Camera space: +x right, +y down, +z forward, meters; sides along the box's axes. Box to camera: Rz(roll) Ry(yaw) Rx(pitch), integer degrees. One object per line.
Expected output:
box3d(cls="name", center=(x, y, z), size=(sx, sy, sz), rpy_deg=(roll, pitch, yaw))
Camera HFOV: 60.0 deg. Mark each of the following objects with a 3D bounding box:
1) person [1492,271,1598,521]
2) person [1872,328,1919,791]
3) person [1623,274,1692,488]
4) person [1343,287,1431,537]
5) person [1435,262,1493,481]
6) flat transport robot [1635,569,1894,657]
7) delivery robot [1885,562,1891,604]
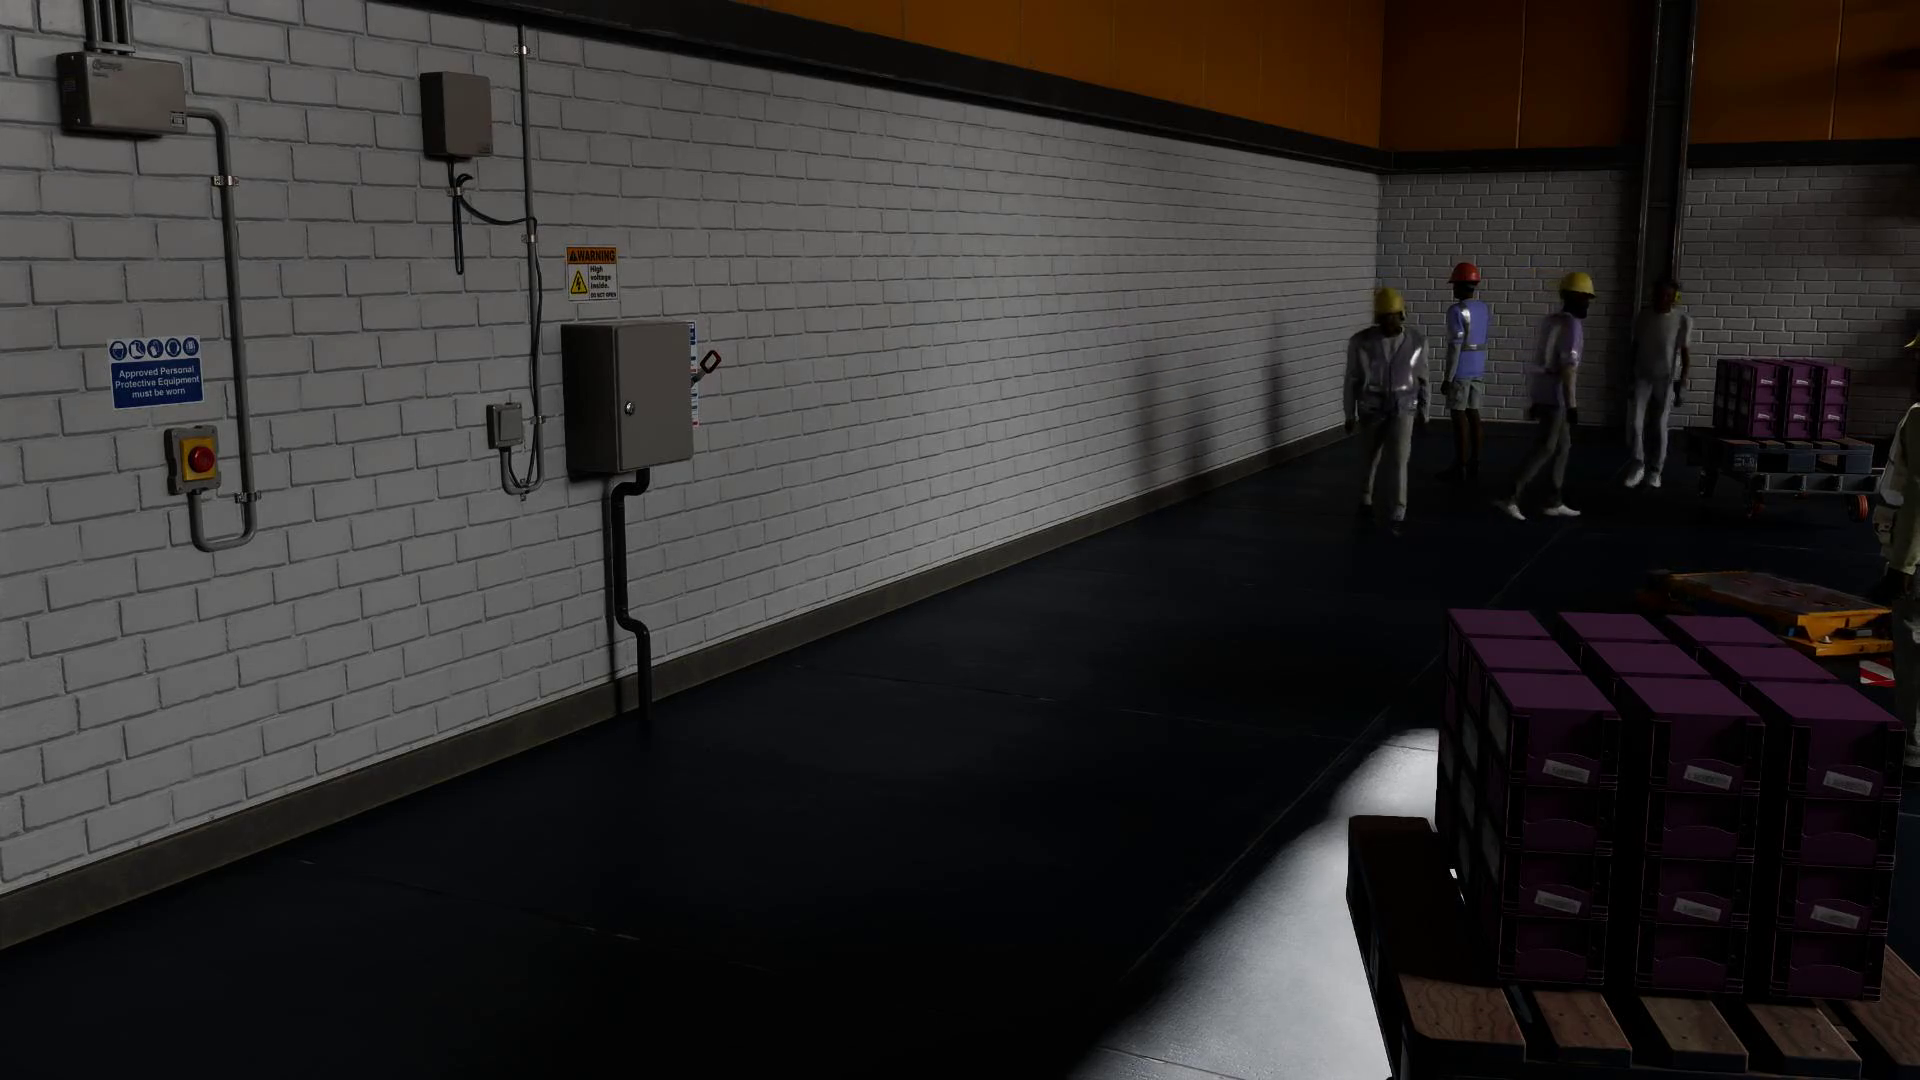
box3d(cls="person", center=(4.447, -1.093, 12.669), size=(0.724, 1.889, 0.610), rpy_deg=(1, 10, 7))
box3d(cls="person", center=(3.685, 0.029, 6.307), size=(0.600, 1.831, 0.404), rpy_deg=(-7, 12, -34))
box3d(cls="person", center=(5.969, -1.348, 14.284), size=(0.524, 1.835, 0.599), rpy_deg=(7, 12, 34))
box3d(cls="person", center=(3.122, -0.958, 12.193), size=(0.634, 1.785, 0.908), rpy_deg=(2, 10, 10))
box3d(cls="person", center=(4.467, -1.491, 14.808), size=(0.548, 1.936, 0.379), rpy_deg=(-8, 12, -37))
box3d(cls="flat transport robot", center=(4.345, 0.362, 8.899), size=(0.652, 0.197, 1.431), rpy_deg=(-2, 10, -13))
box3d(cls="delivery robot", center=(5.185, 0.213, 8.667), size=(0.707, 0.478, 0.477), rpy_deg=(-4, 11, -22))
